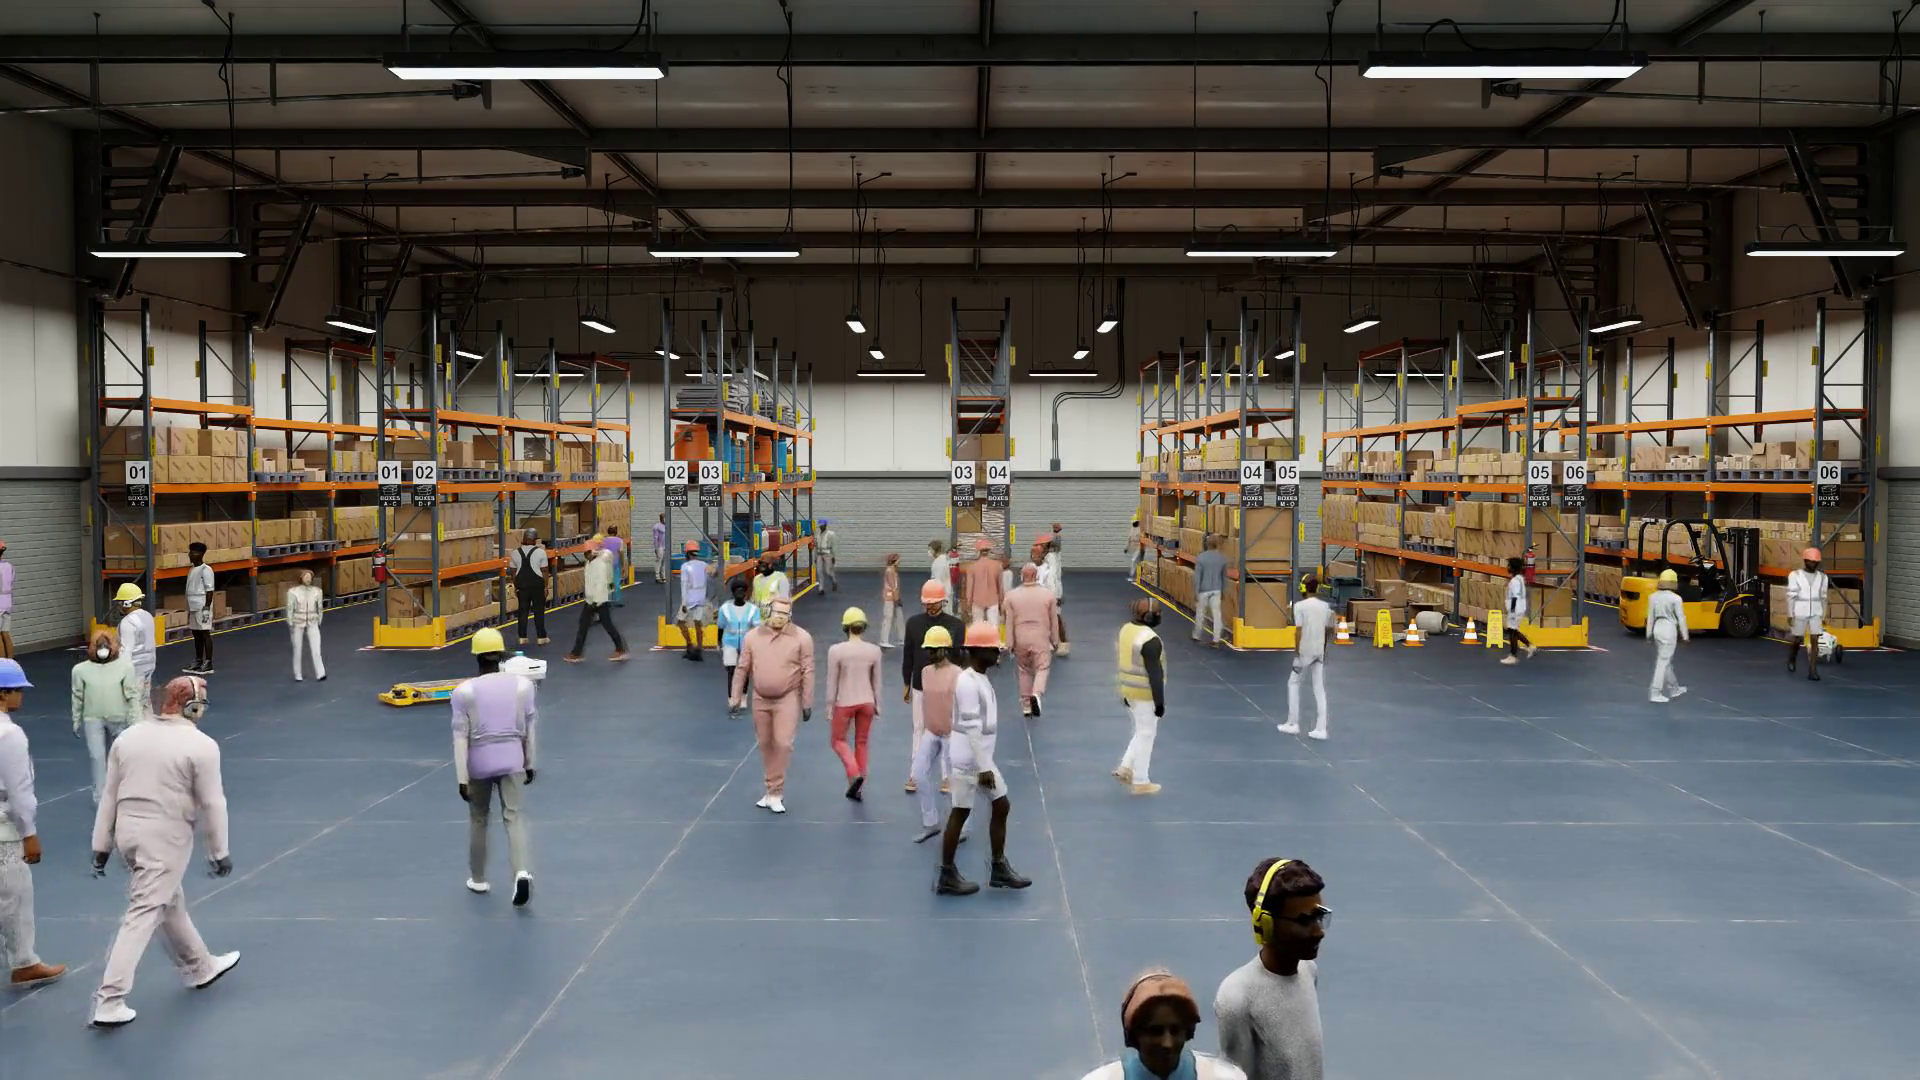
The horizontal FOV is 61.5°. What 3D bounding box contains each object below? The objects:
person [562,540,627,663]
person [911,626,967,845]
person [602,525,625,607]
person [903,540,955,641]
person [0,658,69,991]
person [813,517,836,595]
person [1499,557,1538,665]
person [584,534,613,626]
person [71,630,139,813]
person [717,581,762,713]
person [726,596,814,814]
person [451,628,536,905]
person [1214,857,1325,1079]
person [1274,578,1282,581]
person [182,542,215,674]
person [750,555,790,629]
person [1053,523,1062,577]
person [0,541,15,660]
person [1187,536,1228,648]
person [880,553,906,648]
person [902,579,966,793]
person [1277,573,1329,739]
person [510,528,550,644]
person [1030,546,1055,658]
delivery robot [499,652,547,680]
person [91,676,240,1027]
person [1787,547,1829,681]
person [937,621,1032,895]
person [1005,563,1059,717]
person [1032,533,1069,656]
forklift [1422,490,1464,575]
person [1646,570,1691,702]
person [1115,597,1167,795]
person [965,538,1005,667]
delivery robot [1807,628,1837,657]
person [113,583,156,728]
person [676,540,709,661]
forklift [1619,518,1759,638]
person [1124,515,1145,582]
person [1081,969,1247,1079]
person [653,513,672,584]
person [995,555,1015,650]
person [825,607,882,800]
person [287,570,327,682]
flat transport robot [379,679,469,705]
[{"bbox_3d":[-5.740,0.962,25.535,1.041,1.946,0.623,-2,3,-43],"label":"person"},{"bbox_3d":[-0.164,1.559,12.831,0.533,1.750,0.551,2,3,44],"label":"person"},{"bbox_3d":[-7.792,0.580,36.191,0.563,1.847,0.389,0,2,12],"label":"person"},{"bbox_3d":[-0.405,0.935,26.865,1.053,1.874,0.638,0,2,-2],"label":"person"},{"bbox_3d":[-5.461,1.625,9.035,0.617,1.921,0.820,2,3,41],"label":"person"},{"bbox_3d":[-3.319,0.396,39.788,0.627,1.927,0.563,1,3,29],"label":"person"},{"bbox_3d":[8.668,1.098,25.069,0.465,1.684,0.549,1,3,28],"label":"person"},{"bbox_3d":[-7.130,0.769,31.959,0.599,1.811,0.736,1,2,13],"label":"person"},{"bbox_3d":[-7.503,1.578,14.176,0.510,1.597,0.832,-1,3,-33],"label":"person"},{"bbox_3d":[-2.736,1.320,20.076,0.551,1.642,0.887,0,2,-12],"label":"person"},{"bbox_3d":[-1.676,1.435,14.258,0.739,1.881,0.539,0,2,12],"label":"person"},{"bbox_3d":[-3.212,1.552,11.183,0.589,1.895,0.885,-1,3,-27],"label":"person"},{"bbox_3d":[0.898,1.824,4.594,0.313,1.869,0.528,2,3,37],"label":"person"},{"bbox_3d":[6.764,0.637,34.875,0.594,1.837,0.404,0,2,2],"label":"person"},{"bbox_3d":[-11.319,1.005,24.008,0.611,1.966,0.362,2,3,40],"label":"person"},{"bbox_3d":[-2.738,1.123,22.959,0.637,1.821,0.567,2,3,39],"label":"person"},{"bbox_3d":[2.679,0.348,44.685,0.289,1.632,0.497,0,2,1],"label":"person"},{"bbox_3d":[-13.968,0.993,23.387,0.388,2.039,0.616,0,2,-3],"label":"person"},{"bbox_3d":[4.257,0.888,27.793,0.661,1.893,1.001,-1,2,-15],"label":"person"},{"bbox_3d":[-1.057,1.040,27.508,0.664,1.614,0.532,0,2,8],"label":"person"},{"bbox_3d":[-0.251,1.351,15.039,0.608,1.987,0.393,1,2,15],"label":"person"},{"bbox_3d":[3.891,1.297,18.250,0.562,1.839,0.798,-1,3,-27],"label":"person"},{"bbox_3d":[-7.504,0.819,28.313,0.678,2.000,0.537,0,2,8],"label":"person"},{"bbox_3d":[1.257,1.009,25.740,0.588,1.819,1.040,1,3,31],"label":"person"},{"bbox_3d":[-5.976,1.758,21.918,0.477,0.478,0.707,2,3,42],"label":"delivery robot"},{"bbox_3d":[-4.378,1.679,8.914,0.650,1.824,1.065,1,2,21],"label":"person"},{"bbox_3d":[12.285,1.053,23.438,0.560,1.916,0.656,0,2,11],"label":"person"},{"bbox_3d":[0.188,1.531,11.308,0.786,1.912,0.545,1,2,15],"label":"person"},{"bbox_3d":[0.867,1.219,19.594,0.651,1.889,0.713,0,2,12],"label":"person"},{"bbox_3d":[1.397,0.895,26.352,0.854,2.001,0.636,0,2,0],"label":"person"},{"bbox_3d":[13.926,-0.371,47.846,1.873,2.768,1.129,0,2,0],"label":"forklift"},{"bbox_3d":[9.303,1.247,21.086,0.826,1.712,0.501,-1,2,-22],"label":"person"},{"bbox_3d":[1.704,1.437,14.922,0.445,1.825,0.643,-1,2,-20],"label":"person"},{"bbox_3d":[0.383,0.962,24.933,0.623,2.003,0.413,-1,2,-13],"label":"person"},{"bbox_3d":[13.547,1.622,25.361,0.477,0.478,0.707,2,3,35],"label":"delivery robot"},{"bbox_3d":[-8.633,1.361,16.870,0.403,1.824,0.596,0,2,-6],"label":"person"},{"bbox_3d":[-4.261,0.959,25.718,0.483,1.916,0.559,2,3,42],"label":"person"},{"bbox_3d":[13.417,0.684,29.791,2.313,2.155,1.214,0,2,0],"label":"forklift"},{"bbox_3d":[4.804,0.234,44.596,0.868,1.871,0.723,-1,3,-26],"label":"person"},{"bbox_3d":[0.539,1.950,4.354,0.533,1.625,0.460,0,2,-5],"label":"person"},{"bbox_3d":[-8.136,0.216,44.210,0.359,1.938,0.632,2,3,34],"label":"person"},{"bbox_3d":[0.683,1.059,27.121,0.689,1.601,0.497,-1,3,-33],"label":"person"},{"bbox_3d":[-0.946,1.481,14.562,0.546,1.752,0.441,-1,3,-25],"label":"person"},{"bbox_3d":[-9.285,1.232,22.926,0.518,1.594,0.864,-2,3,-36],"label":"person"},{"bbox_3d":[-6.794,1.974,21.161,1.431,0.197,0.652,-2,3,-38],"label":"flat transport robot"}]
